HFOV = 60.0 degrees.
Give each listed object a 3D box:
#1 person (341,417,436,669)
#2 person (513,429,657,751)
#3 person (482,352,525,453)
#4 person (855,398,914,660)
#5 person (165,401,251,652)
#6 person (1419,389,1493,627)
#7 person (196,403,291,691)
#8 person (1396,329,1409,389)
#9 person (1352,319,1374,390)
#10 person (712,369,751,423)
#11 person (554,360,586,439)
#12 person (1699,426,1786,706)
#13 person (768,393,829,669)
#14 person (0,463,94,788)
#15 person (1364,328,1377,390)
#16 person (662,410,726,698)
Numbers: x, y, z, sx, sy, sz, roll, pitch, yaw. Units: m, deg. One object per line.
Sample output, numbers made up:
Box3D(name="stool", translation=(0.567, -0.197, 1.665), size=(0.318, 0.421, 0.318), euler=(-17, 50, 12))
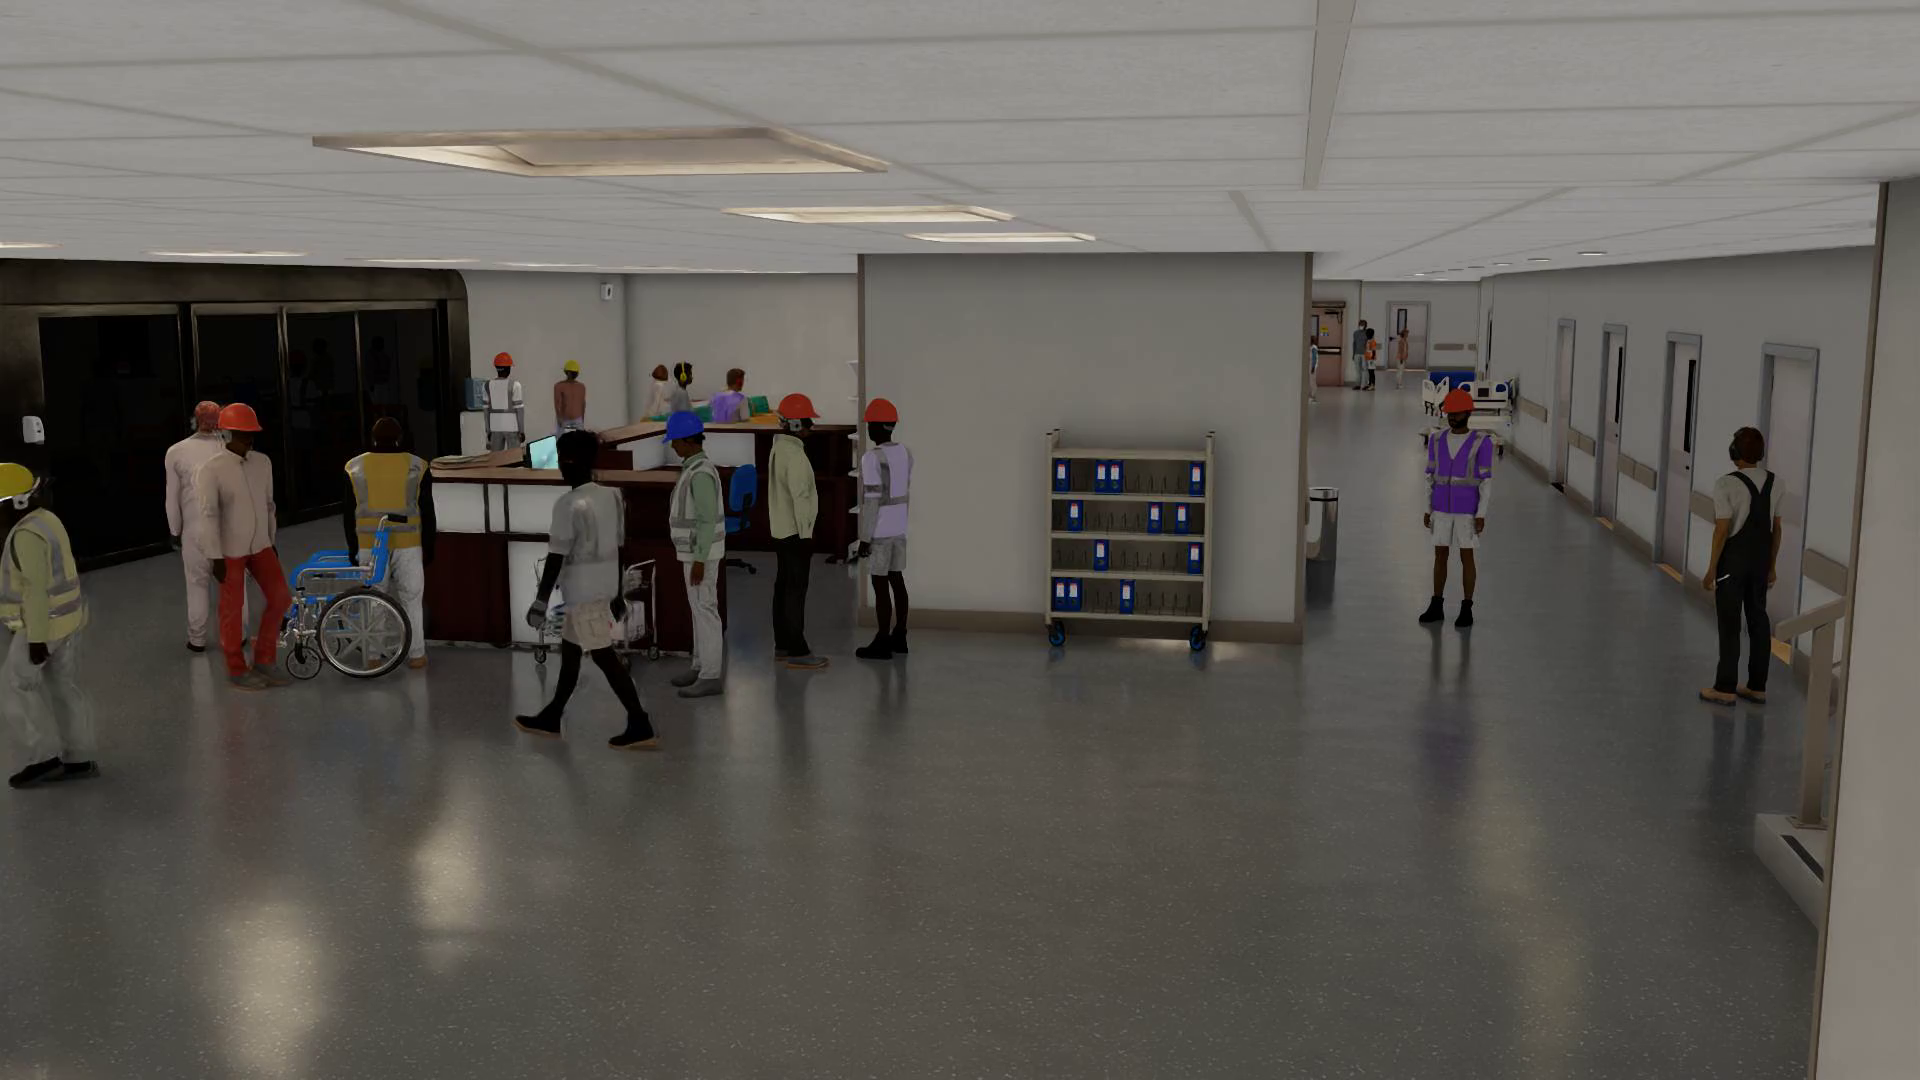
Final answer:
Box3D(name="person", translation=(-4.098, 0.032, 11.971), size=(0.633, 1.835, 0.429), euler=(-3, 9, -17))
Box3D(name="person", translation=(-2.246, 0.301, 9.919), size=(1.001, 1.919, 0.624), euler=(2, 9, 14))
Box3D(name="person", translation=(-5.838, -1.438, 21.369), size=(0.542, 1.938, 0.358), euler=(1, 9, 10))
Box3D(name="person", translation=(-0.578, -0.082, 12.366), size=(0.361, 1.938, 0.546), euler=(5, 10, 30))
Box3D(name="person", translation=(-5.681, -0.104, 12.658), size=(0.646, 1.902, 0.400), euler=(-5, 10, -31))
Box3D(name="person", translation=(4.039, -0.264, 13.573), size=(0.545, 1.938, 0.362), euler=(7, 11, 38))
Box3D(name="person", translation=(-4.826, 0.061, 11.275), size=(0.555, 1.974, 0.658), euler=(4, 10, 26))
Box3D(name="person", translation=(12.230, -4.998, 45.978), size=(0.311, 1.636, 0.522), euler=(4, 10, 27))
Box3D(name="person", translation=(10.974, -5.043, 45.318), size=(0.364, 1.932, 0.631), euler=(-8, 12, -43))
Box3D(name="person", translation=(-2.611, -1.108, 19.598), size=(0.870, 1.804, 0.578), euler=(-8, 12, -42))
Box3D(name="person", translation=(-5.680, -1.769, 24.286), size=(0.531, 1.724, 0.873), euler=(-6, 11, -36))
Box3D(name="person", translation=(5.153, 0.175, 10.960), size=(0.516, 1.843, 0.327), euler=(-2, 9, -12))
Box3D(name="person", translation=(-1.194, -0.066, 12.070), size=(0.382, 1.995, 0.612), euler=(-4, 9, -23))
Box3D(name="person", translation=(-5.102, 0.469, 9.157), size=(0.538, 1.797, 0.634), euler=(-3, 9, -17))
Box3D(name="person", translation=(11.136, -4.904, 45.162), size=(0.318, 1.695, 0.539), euler=(-1, 9, -5))
Box3D(name="person", translation=(-1.786, 0.090, 11.225), size=(0.407, 1.937, 0.602), euler=(-2, 9, -14))
